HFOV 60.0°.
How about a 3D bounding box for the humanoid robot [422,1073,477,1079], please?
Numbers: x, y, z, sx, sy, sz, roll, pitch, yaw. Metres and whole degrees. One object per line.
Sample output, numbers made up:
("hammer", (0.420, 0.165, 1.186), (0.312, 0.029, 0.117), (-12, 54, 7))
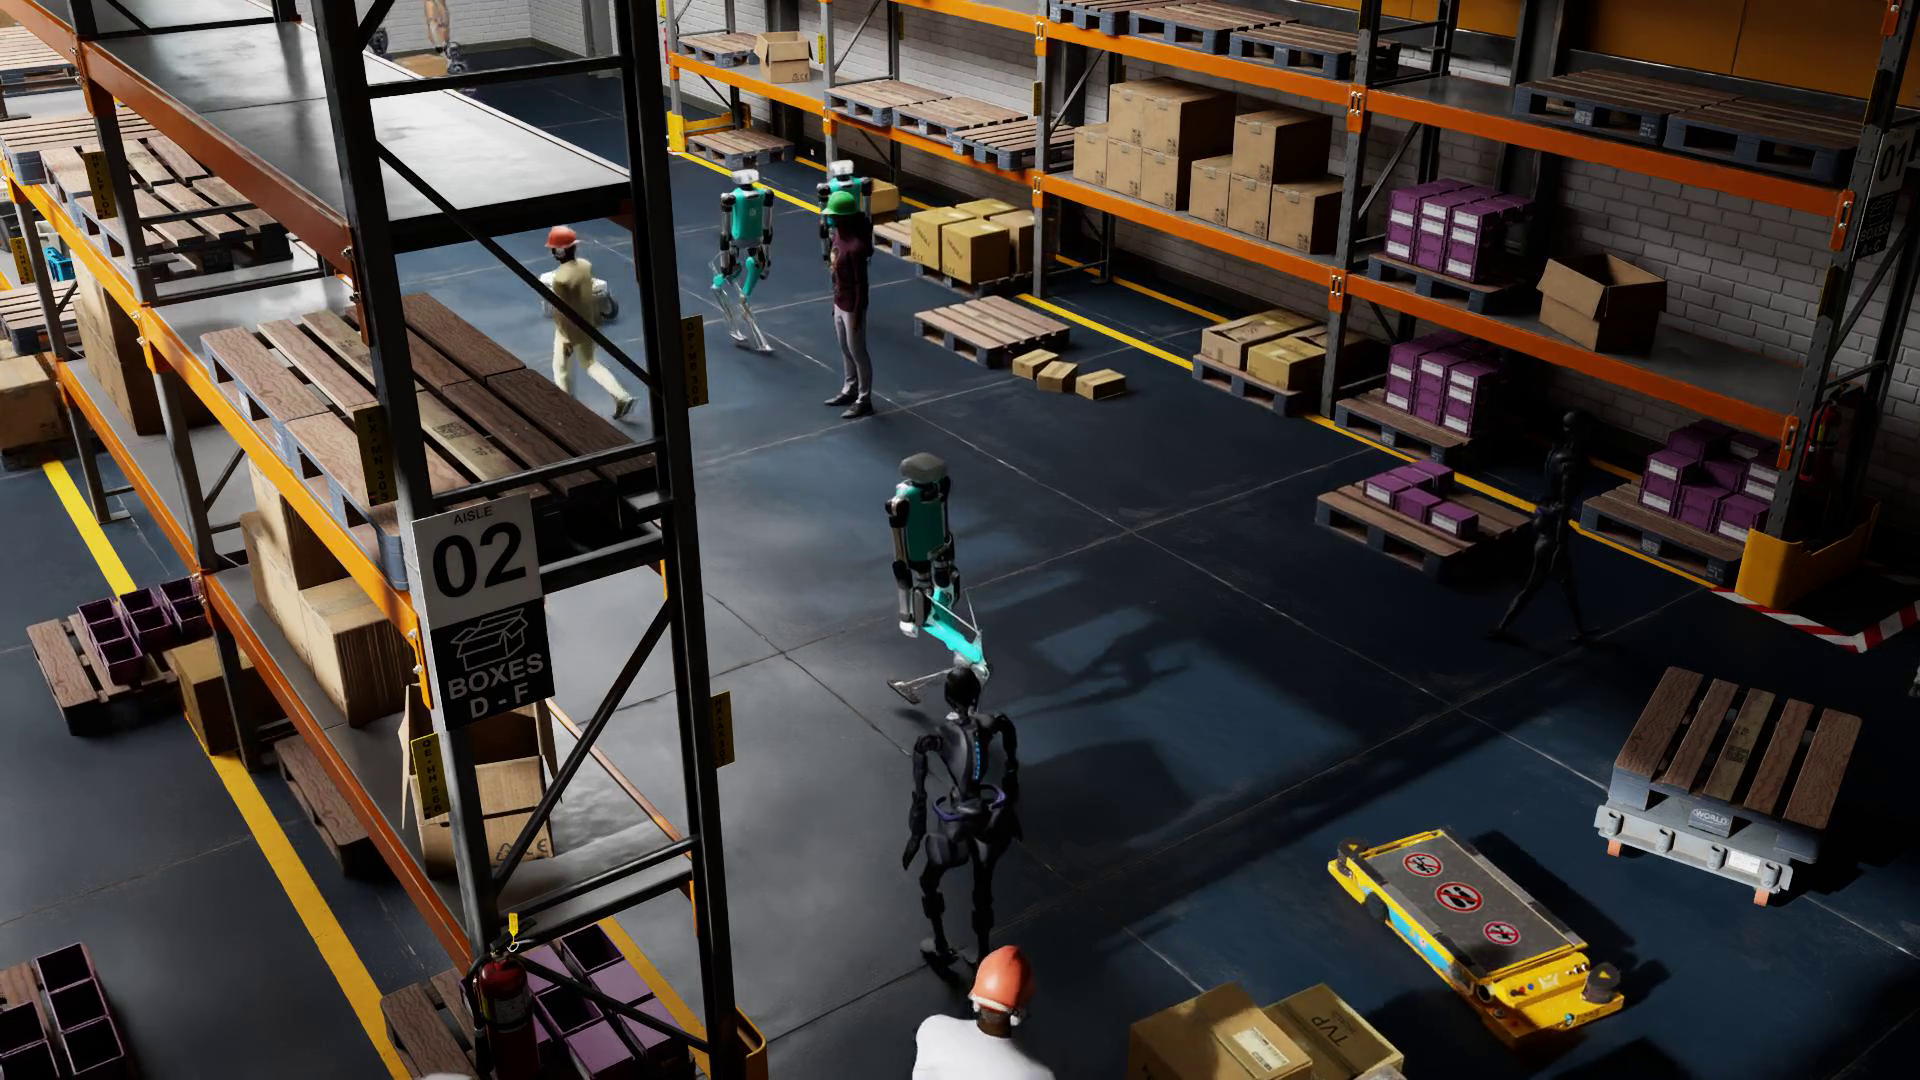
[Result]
("humanoid robot", (-1.830, 2.487, 5.507), (0.923, 1.834, 0.541), (2, 27, 4))

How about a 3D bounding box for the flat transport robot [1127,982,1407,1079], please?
("flat transport robot", (1.417, 2.686, 6.644), (1.431, 0.231, 0.659), (-14, 30, -26))

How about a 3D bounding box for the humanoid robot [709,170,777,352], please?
("humanoid robot", (-2.061, -2.612, 15.541), (0.554, 1.771, 0.877), (-18, 32, -31))

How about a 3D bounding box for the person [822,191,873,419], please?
("person", (-0.933, -1.994, 14.084), (0.423, 1.951, 0.489), (-12, 29, -23))

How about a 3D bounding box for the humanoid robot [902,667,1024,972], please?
("humanoid robot", (0.027, 1.328, 7.779), (0.611, 1.642, 0.401), (-14, 30, -25))

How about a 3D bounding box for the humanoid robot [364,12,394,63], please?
("humanoid robot", (-8.249, -6.715, 23.780), (0.429, 1.647, 0.607), (-17, 31, -30))

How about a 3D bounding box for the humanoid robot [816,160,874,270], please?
("humanoid robot", (-1.141, -2.816, 15.987), (0.555, 1.788, 0.817), (-9, 28, -17))

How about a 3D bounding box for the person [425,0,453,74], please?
("person", (-7.960, -7.717, 25.541), (0.413, 1.891, 0.732), (0, 27, 0))

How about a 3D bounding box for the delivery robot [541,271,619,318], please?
("delivery robot", (-3.812, -2.436, 16.534), (0.814, 0.613, 0.499), (20, 33, 34))

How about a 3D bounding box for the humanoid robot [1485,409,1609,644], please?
("humanoid robot", (3.829, -0.052, 10.568), (0.775, 1.623, 0.611), (9, 28, 16))

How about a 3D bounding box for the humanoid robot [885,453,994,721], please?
("humanoid robot", (-0.063, 0.364, 9.628), (0.993, 1.746, 0.551), (16, 31, 29))

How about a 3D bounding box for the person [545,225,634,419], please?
("person", (-3.191, -1.792, 13.931), (0.765, 1.722, 0.568), (8, 28, 15))

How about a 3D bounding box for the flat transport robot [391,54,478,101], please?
("flat transport robot", (-7.727, -6.118, 24.157), (0.659, 0.231, 1.431), (1, 27, 2))

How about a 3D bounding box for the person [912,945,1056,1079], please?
("person", (0.040, 2.234, 5.920), (0.596, 1.722, 0.622), (16, 31, 28))

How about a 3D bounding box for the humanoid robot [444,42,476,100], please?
("humanoid robot", (-6.377, -5.652, 21.674), (0.536, 1.641, 0.594), (-10, 28, -20))

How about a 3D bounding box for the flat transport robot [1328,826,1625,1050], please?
("flat transport robot", (2.513, 1.897, 8.214), (0.659, 0.231, 1.431), (-11, 29, -22))
